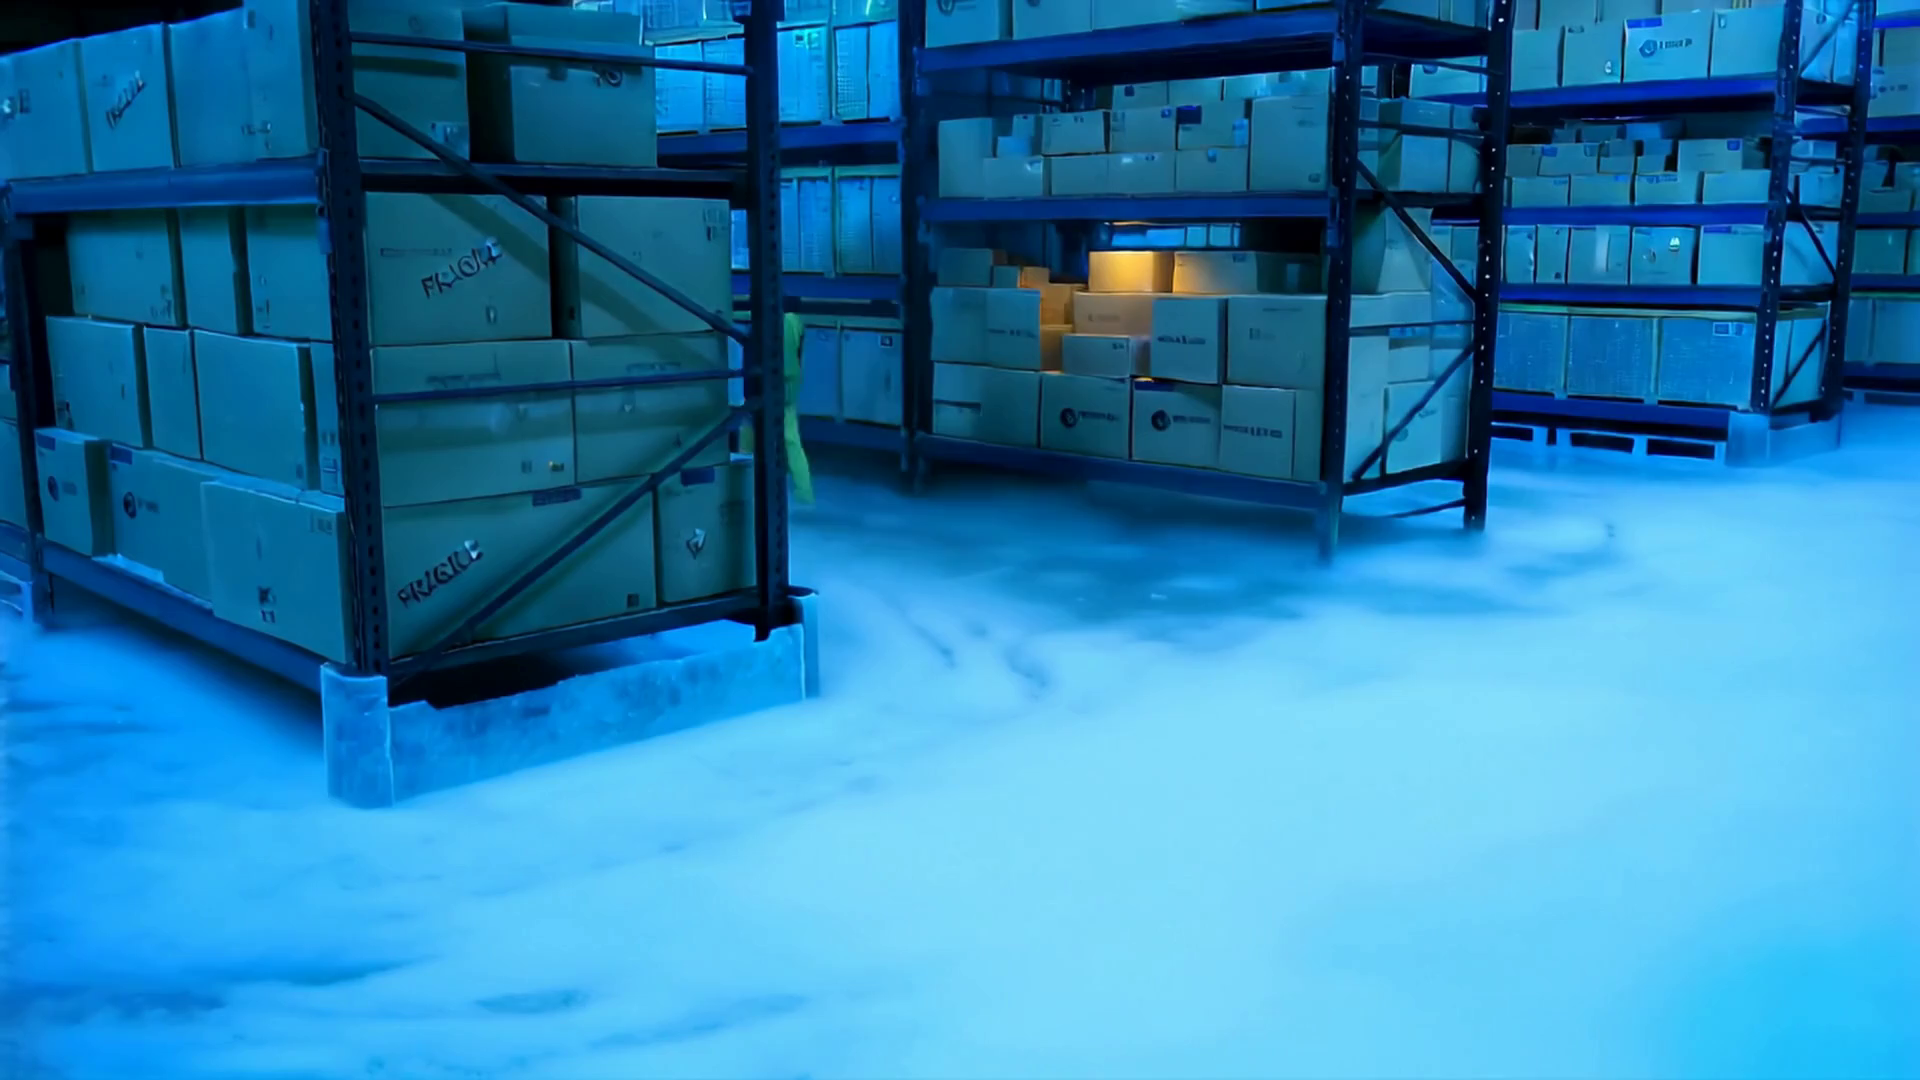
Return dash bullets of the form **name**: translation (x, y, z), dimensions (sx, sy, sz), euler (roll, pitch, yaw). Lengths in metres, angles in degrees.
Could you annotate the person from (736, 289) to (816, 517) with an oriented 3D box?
- **person**: translation (-1.469, -1.068, 12.660), dimensions (0.981, 1.789, 0.650), euler (7, 13, 35)
